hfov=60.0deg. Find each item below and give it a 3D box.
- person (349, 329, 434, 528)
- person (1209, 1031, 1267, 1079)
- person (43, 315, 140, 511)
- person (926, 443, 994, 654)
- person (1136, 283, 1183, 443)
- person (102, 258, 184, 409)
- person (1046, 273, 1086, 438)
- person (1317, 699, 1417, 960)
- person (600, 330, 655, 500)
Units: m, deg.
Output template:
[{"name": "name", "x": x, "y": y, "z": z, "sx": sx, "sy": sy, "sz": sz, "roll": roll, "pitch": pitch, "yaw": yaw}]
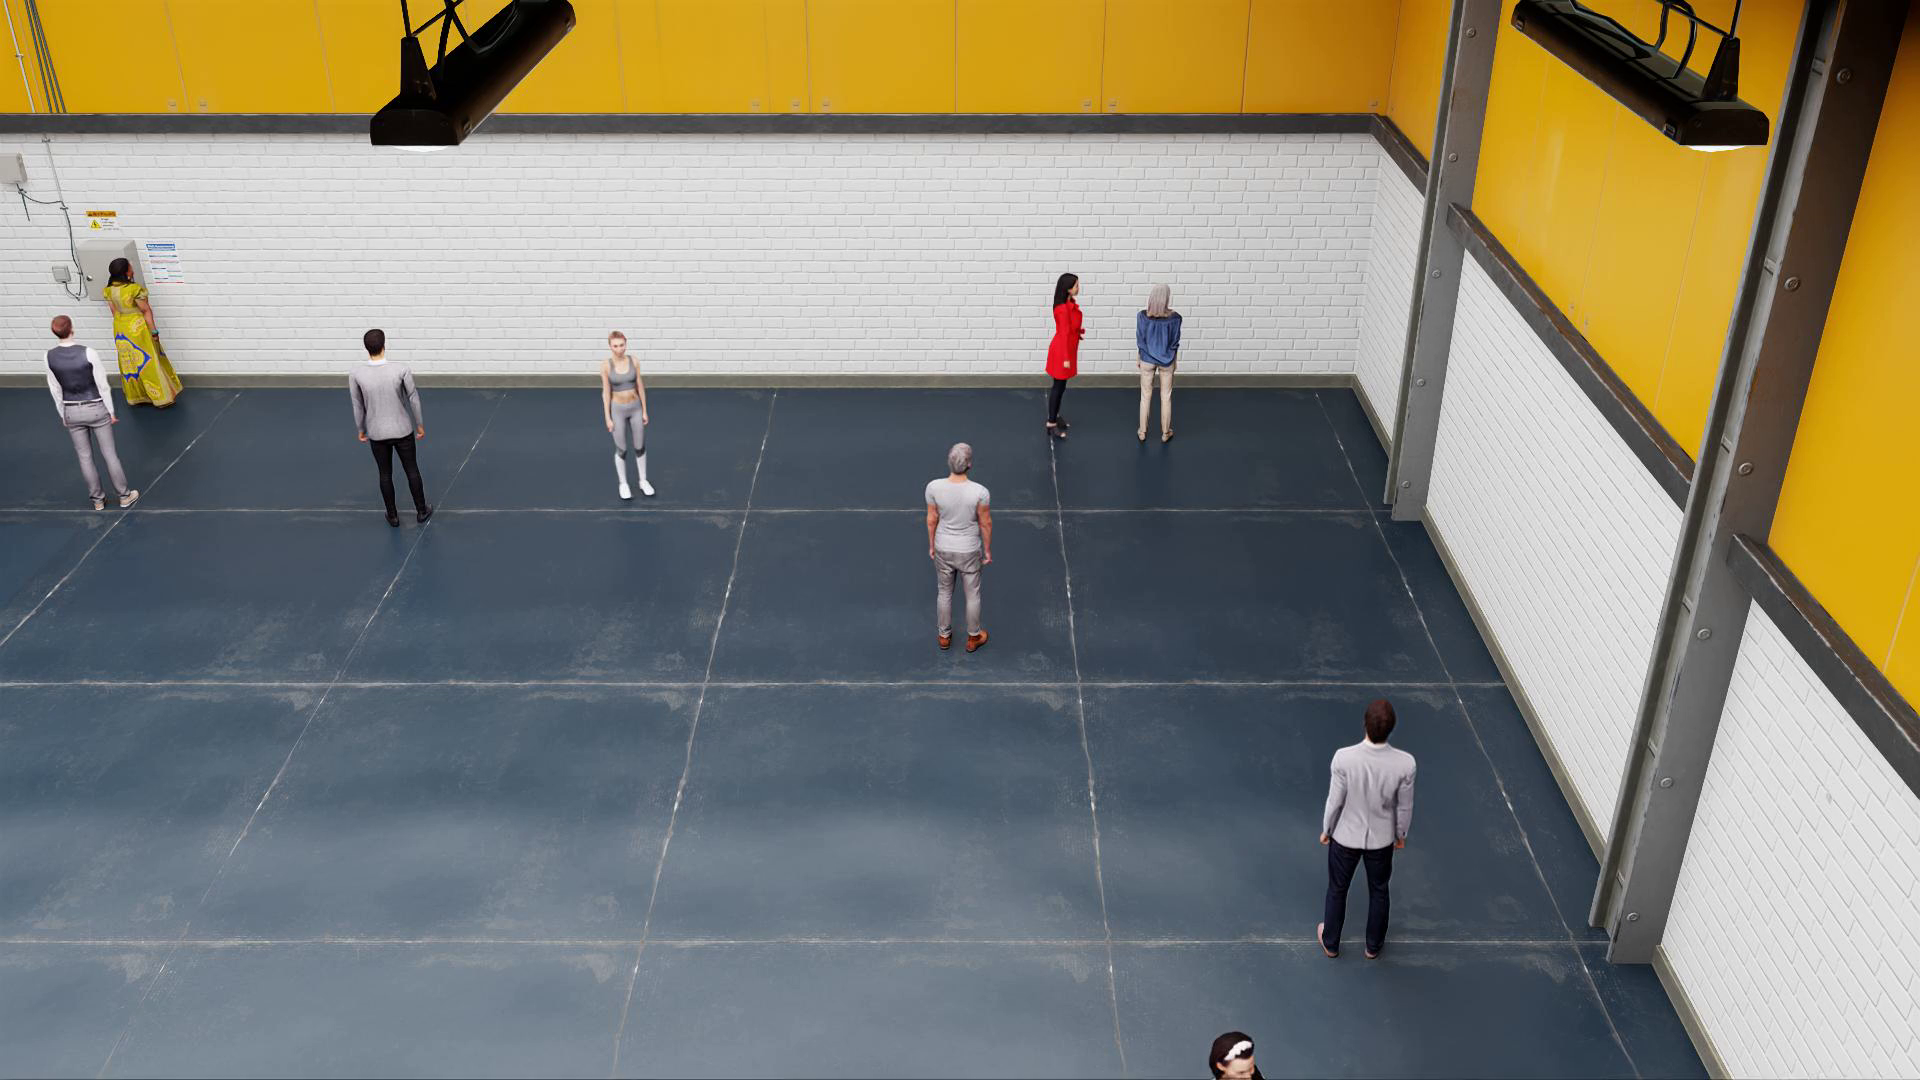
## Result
[{"name": "person", "x": -5.269, "y": -1.034, "z": 15.355, "sx": 0.803, "sy": 1.921, "sz": 0.710, "roll": -7, "pitch": 29, "yaw": -13}, {"name": "person", "x": 1.239, "y": 3.053, "z": 7.970, "sx": 0.853, "sy": 1.818, "sz": 0.904, "roll": -20, "pitch": 35, "yaw": -32}, {"name": "person", "x": -8.228, "y": -1.205, "z": 15.652, "sx": 0.695, "sy": 1.937, "sz": 0.634, "roll": -5, "pitch": 29, "yaw": -10}, {"name": "person", "x": -0.010, "y": 0.070, "z": 13.425, "sx": 0.735, "sy": 1.831, "sz": 0.636, "roll": 6, "pitch": 29, "yaw": 11}, {"name": "person", "x": 2.024, "y": -1.821, "z": 17.032, "sx": 0.642, "sy": 1.697, "sz": 0.606, "roll": 4, "pitch": 29, "yaw": 8}, {"name": "person", "x": -8.822, "y": -2.222, "z": 17.807, "sx": 0.932, "sy": 1.659, "sz": 0.879, "roll": 7, "pitch": 29, "yaw": 13}, {"name": "person", "x": 1.059, "y": -1.918, "z": 17.161, "sx": 0.720, "sy": 1.744, "sz": 0.617, "roll": 6, "pitch": 29, "yaw": 11}, {"name": "person", "x": 2.485, "y": 1.794, "z": 10.246, "sx": 0.694, "sy": 1.850, "sz": 0.574, "roll": 2, "pitch": 29, "yaw": 4}, {"name": "person", "x": -3.201, "y": -1.214, "z": 15.915, "sx": 0.641, "sy": 1.702, "sz": 0.652, "roll": -14, "pitch": 32, "yaw": -24}]
